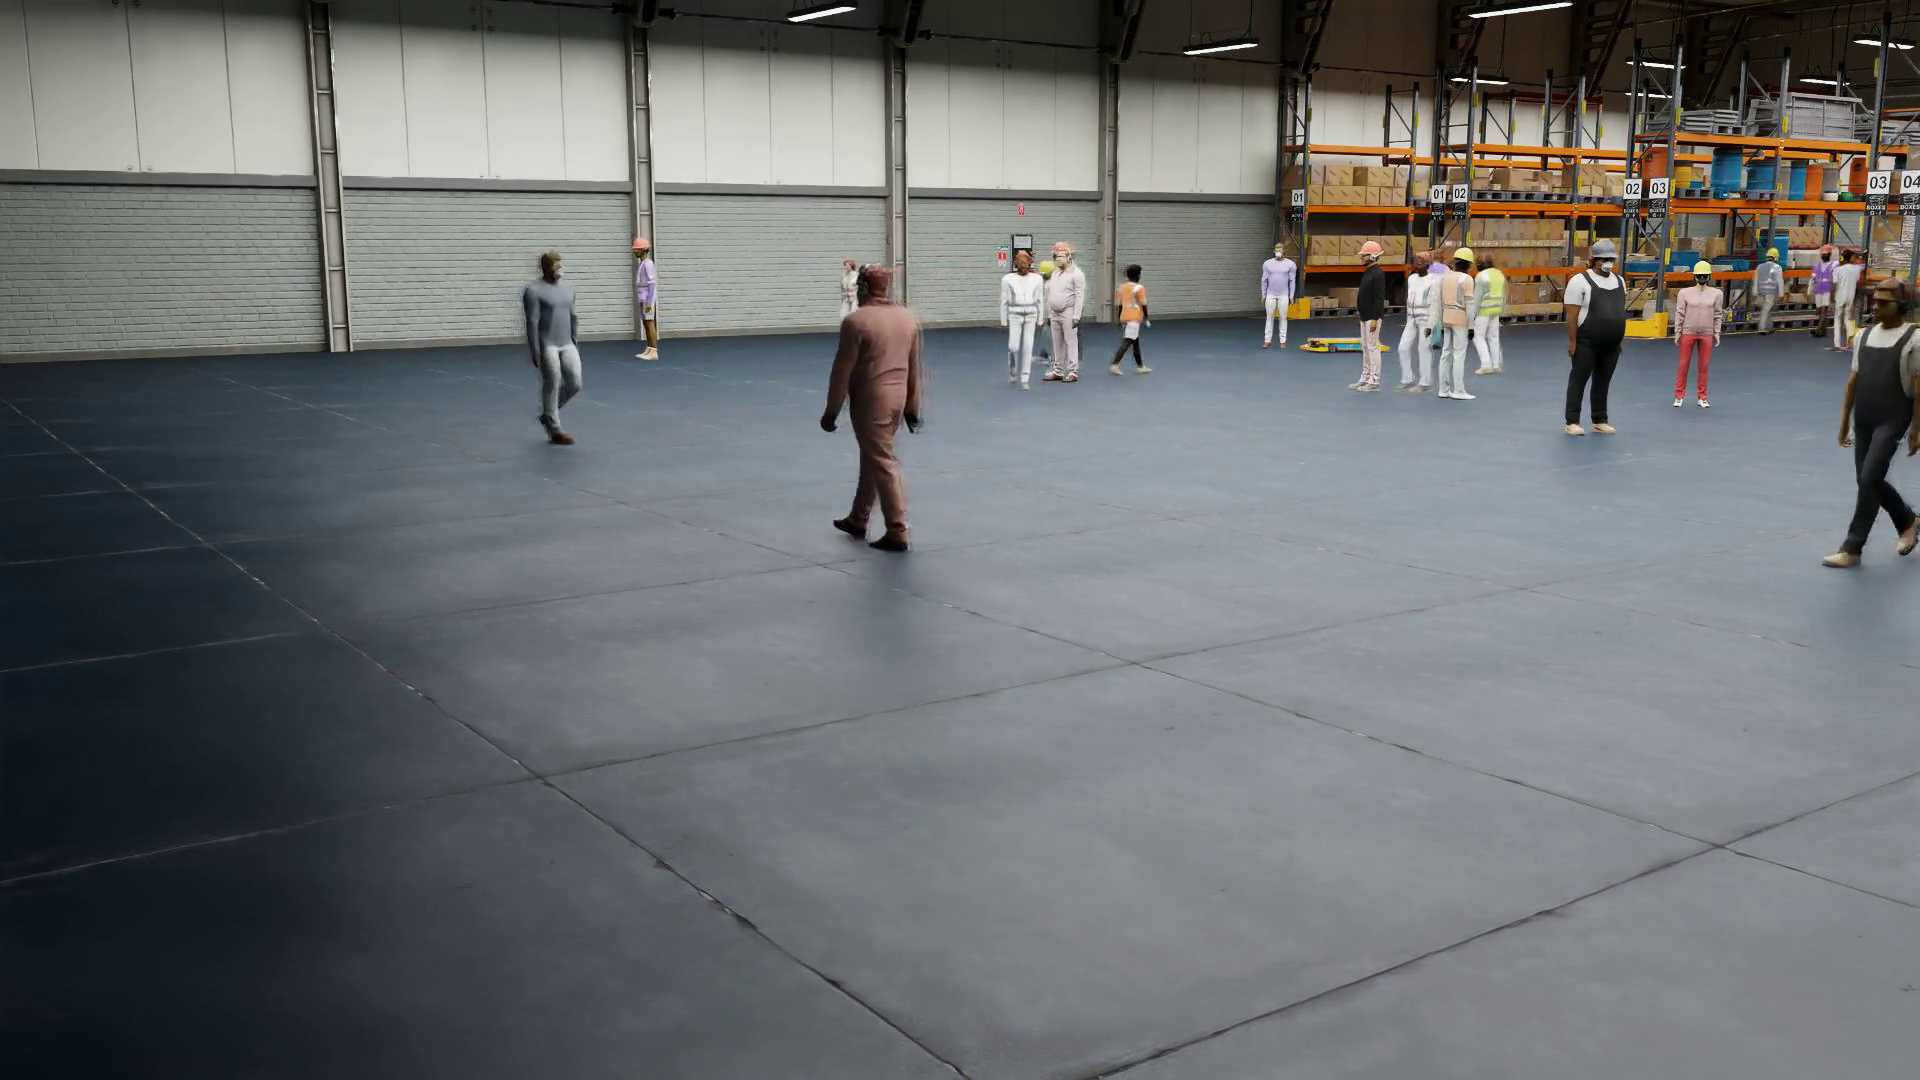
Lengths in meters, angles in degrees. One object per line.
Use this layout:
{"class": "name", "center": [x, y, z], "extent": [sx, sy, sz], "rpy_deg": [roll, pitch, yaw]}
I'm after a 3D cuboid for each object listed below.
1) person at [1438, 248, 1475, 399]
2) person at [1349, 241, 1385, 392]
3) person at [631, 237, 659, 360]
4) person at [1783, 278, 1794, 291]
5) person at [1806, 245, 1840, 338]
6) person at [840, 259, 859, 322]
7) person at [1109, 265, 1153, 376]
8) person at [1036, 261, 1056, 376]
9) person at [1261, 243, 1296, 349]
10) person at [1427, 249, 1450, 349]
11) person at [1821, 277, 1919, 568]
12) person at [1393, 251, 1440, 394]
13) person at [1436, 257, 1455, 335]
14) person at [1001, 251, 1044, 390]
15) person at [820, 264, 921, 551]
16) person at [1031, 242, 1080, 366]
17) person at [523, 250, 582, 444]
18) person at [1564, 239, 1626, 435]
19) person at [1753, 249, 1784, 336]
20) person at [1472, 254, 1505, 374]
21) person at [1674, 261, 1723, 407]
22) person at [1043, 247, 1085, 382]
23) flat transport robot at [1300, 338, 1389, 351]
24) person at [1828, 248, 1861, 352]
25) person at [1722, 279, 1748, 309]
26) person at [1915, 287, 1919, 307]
{"class": "person", "center": [6.329, -2.744, 21.142], "extent": [0.383, 1.917, 0.584], "rpy_deg": [-5, 11, -25]}
{"class": "person", "center": [5.468, -2.980, 22.218], "extent": [0.379, 1.996, 0.611], "rpy_deg": [-1, 10, -3]}
{"class": "person", "center": [-5.288, -4.029, 27.837], "extent": [0.393, 2.041, 0.614], "rpy_deg": [-4, 11, -21]}
{"class": "person", "center": [24.122, -7.756, 48.544], "extent": [0.447, 1.937, 0.741], "rpy_deg": [0, 10, 2]}
{"class": "person", "center": [17.570, -5.059, 33.910], "extent": [0.987, 1.883, 0.570], "rpy_deg": [-8, 13, -37]}
{"class": "person", "center": [-2.132, -4.678, 32.551], "extent": [0.516, 1.627, 0.377], "rpy_deg": [6, 12, 28]}
{"class": "person", "center": [2.534, -3.263, 24.718], "extent": [0.879, 1.651, 0.527], "rpy_deg": [-6, 12, -30]}
{"class": "person", "center": [1.334, -3.260, 24.555], "extent": [0.441, 1.701, 0.514], "rpy_deg": [3, 11, 16]}
{"class": "person", "center": [5.874, -4.503, 30.723], "extent": [0.627, 1.940, 0.371], "rpy_deg": [3, 11, 17]}
{"class": "person", "center": [8.715, -4.400, 30.433], "extent": [0.482, 1.830, 0.606], "rpy_deg": [-8, 13, -38]}
{"class": "person", "center": [5.831, -0.741, 10.454], "extent": [0.850, 1.818, 0.517], "rpy_deg": [-4, 11, -21]}
{"class": "person", "center": [5.983, -2.832, 21.759], "extent": [0.629, 1.864, 0.591], "rpy_deg": [-6, 12, -29]}
{"class": "person", "center": [10.018, -4.998, 34.275], "extent": [0.278, 1.633, 0.497], "rpy_deg": [-10, 14, -43]}
{"class": "person", "center": [0.848, -2.960, 22.466], "extent": [0.578, 1.871, 0.438], "rpy_deg": [-1, 10, -6]}
{"class": "person", "center": [-0.656, -0.884, 11.081], "extent": [0.919, 1.870, 0.651], "rpy_deg": [7, 13, 35]}
{"class": "person", "center": [1.513, -3.737, 26.449], "extent": [0.919, 1.958, 0.640], "rpy_deg": [-1, 10, -4]}
{"class": "person", "center": [-4.039, -1.908, 16.530], "extent": [0.472, 1.927, 0.652], "rpy_deg": [7, 13, 34]}
{"class": "person", "center": [6.651, -2.105, 17.298], "extent": [0.688, 2.000, 0.536], "rpy_deg": [-3, 11, -17]}
{"class": "person", "center": [16.892, -5.130, 34.534], "extent": [0.852, 1.797, 0.621], "rpy_deg": [-4, 11, -22]}
{"class": "person", "center": [7.973, -3.400, 25.072], "extent": [0.804, 1.806, 0.429], "rpy_deg": [-6, 12, -31]}
{"class": "person", "center": [8.927, -2.484, 20.130], "extent": [0.533, 1.768, 0.310], "rpy_deg": [3, 11, 14]}
{"class": "person", "center": [1.473, -3.198, 23.659], "extent": [0.410, 1.909, 0.643], "rpy_deg": [-9, 14, -40]}
{"class": "flat transport robot", "center": [6.904, -3.514, 29.876], "extent": [1.431, 0.197, 0.652], "rpy_deg": [-1, 10, -7]}
{"class": "person", "center": [15.842, -4.285, 29.772], "extent": [0.548, 1.851, 0.460], "rpy_deg": [0, 10, -1]}
{"class": "person", "center": [18.229, -5.874, 39.187], "extent": [0.519, 1.581, 0.860], "rpy_deg": [9, 14, 42]}
{"class": "person", "center": [19.252, -4.984, 33.402], "extent": [0.625, 1.931, 0.375], "rpy_deg": [5, 12, 26]}
